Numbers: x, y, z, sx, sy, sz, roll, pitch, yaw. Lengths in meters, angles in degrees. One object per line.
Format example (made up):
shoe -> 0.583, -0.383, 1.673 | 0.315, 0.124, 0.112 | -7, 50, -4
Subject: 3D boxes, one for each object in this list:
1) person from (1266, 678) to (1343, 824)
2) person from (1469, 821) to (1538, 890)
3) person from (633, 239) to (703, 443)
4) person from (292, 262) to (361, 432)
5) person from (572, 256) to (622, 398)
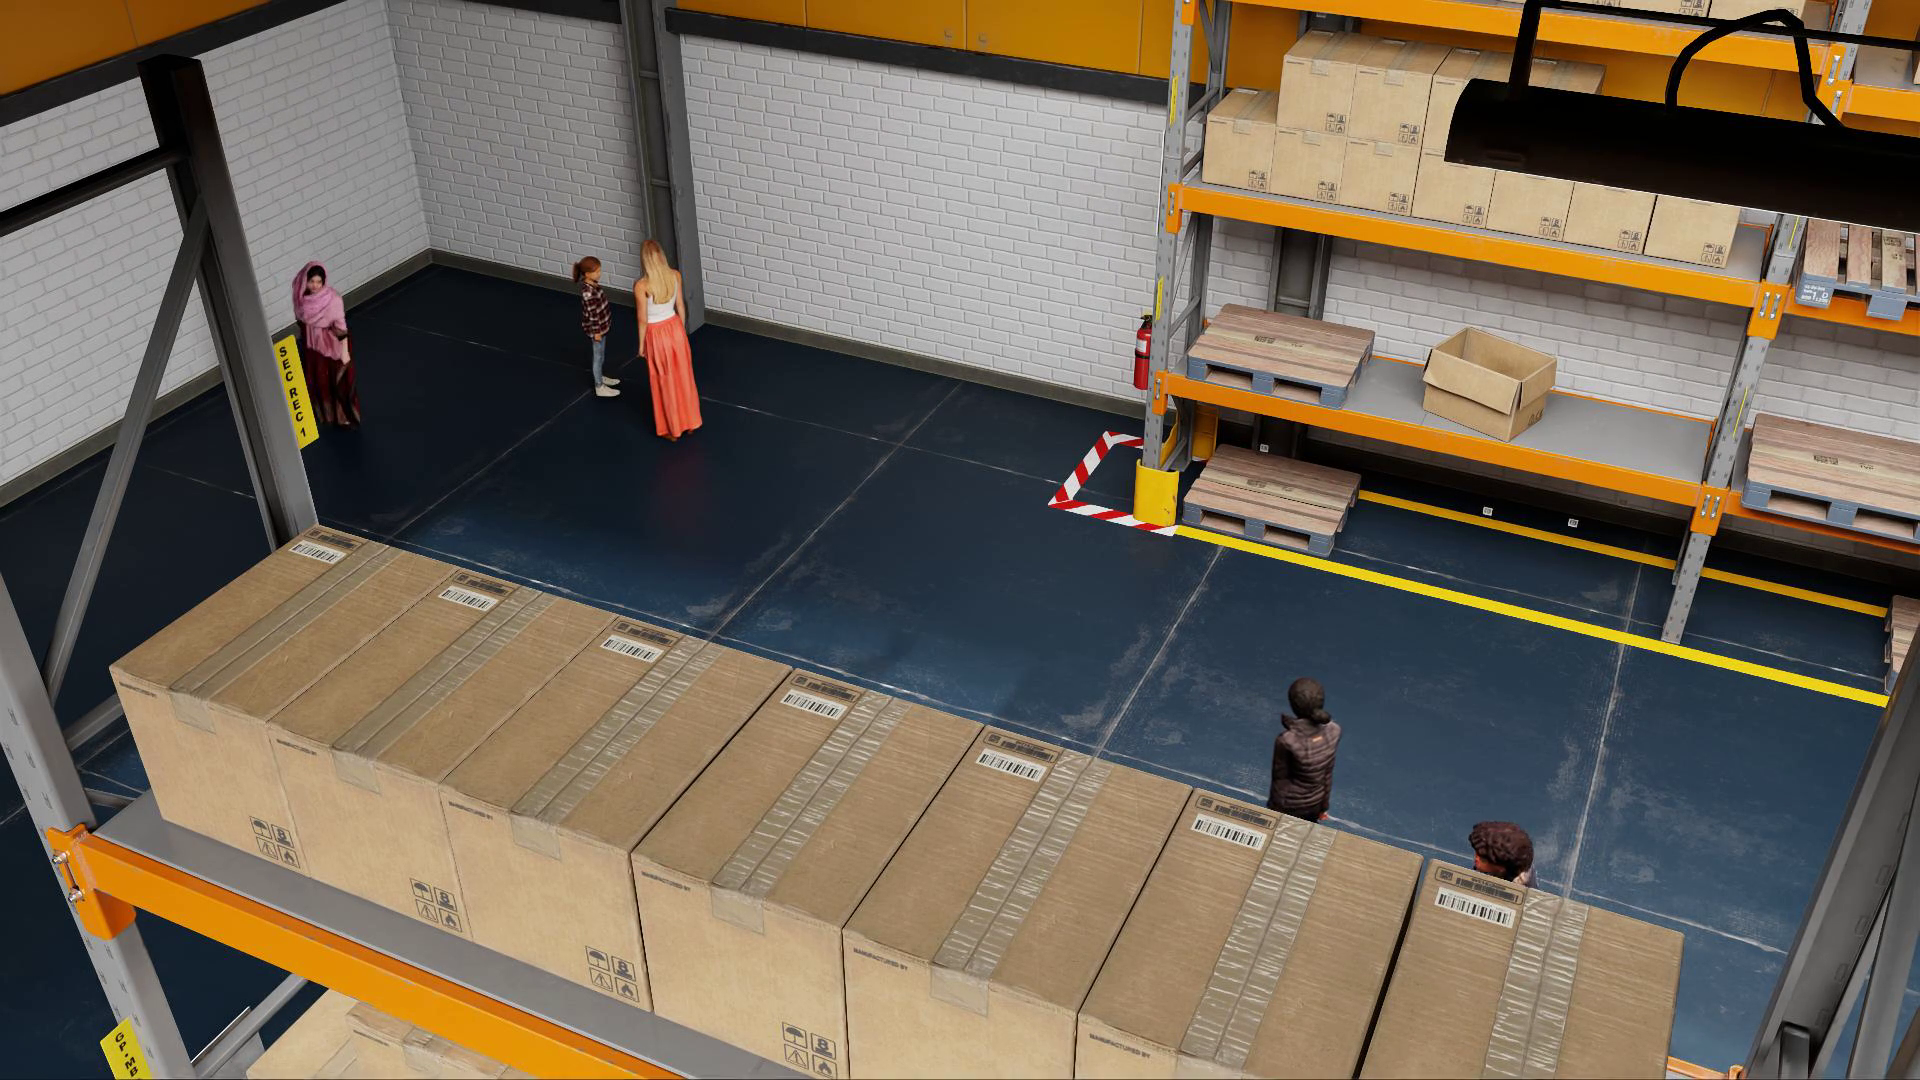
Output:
person -> 1.899, 1.481, 9.371 | 0.699, 1.660, 0.757 | 19, 38, 26
person -> 2.709, 2.115, 8.334 | 1.097, 1.752, 0.944 | -4, 34, -6
person -> -2.488, -1.678, 13.996 | 0.720, 1.801, 0.720 | -25, 41, -33
person -> -5.395, -1.676, 14.152 | 0.717, 1.626, 0.854 | 13, 36, 19
person -> -3.249, -1.914, 14.799 | 0.658, 1.306, 0.619 | -5, 34, -7
